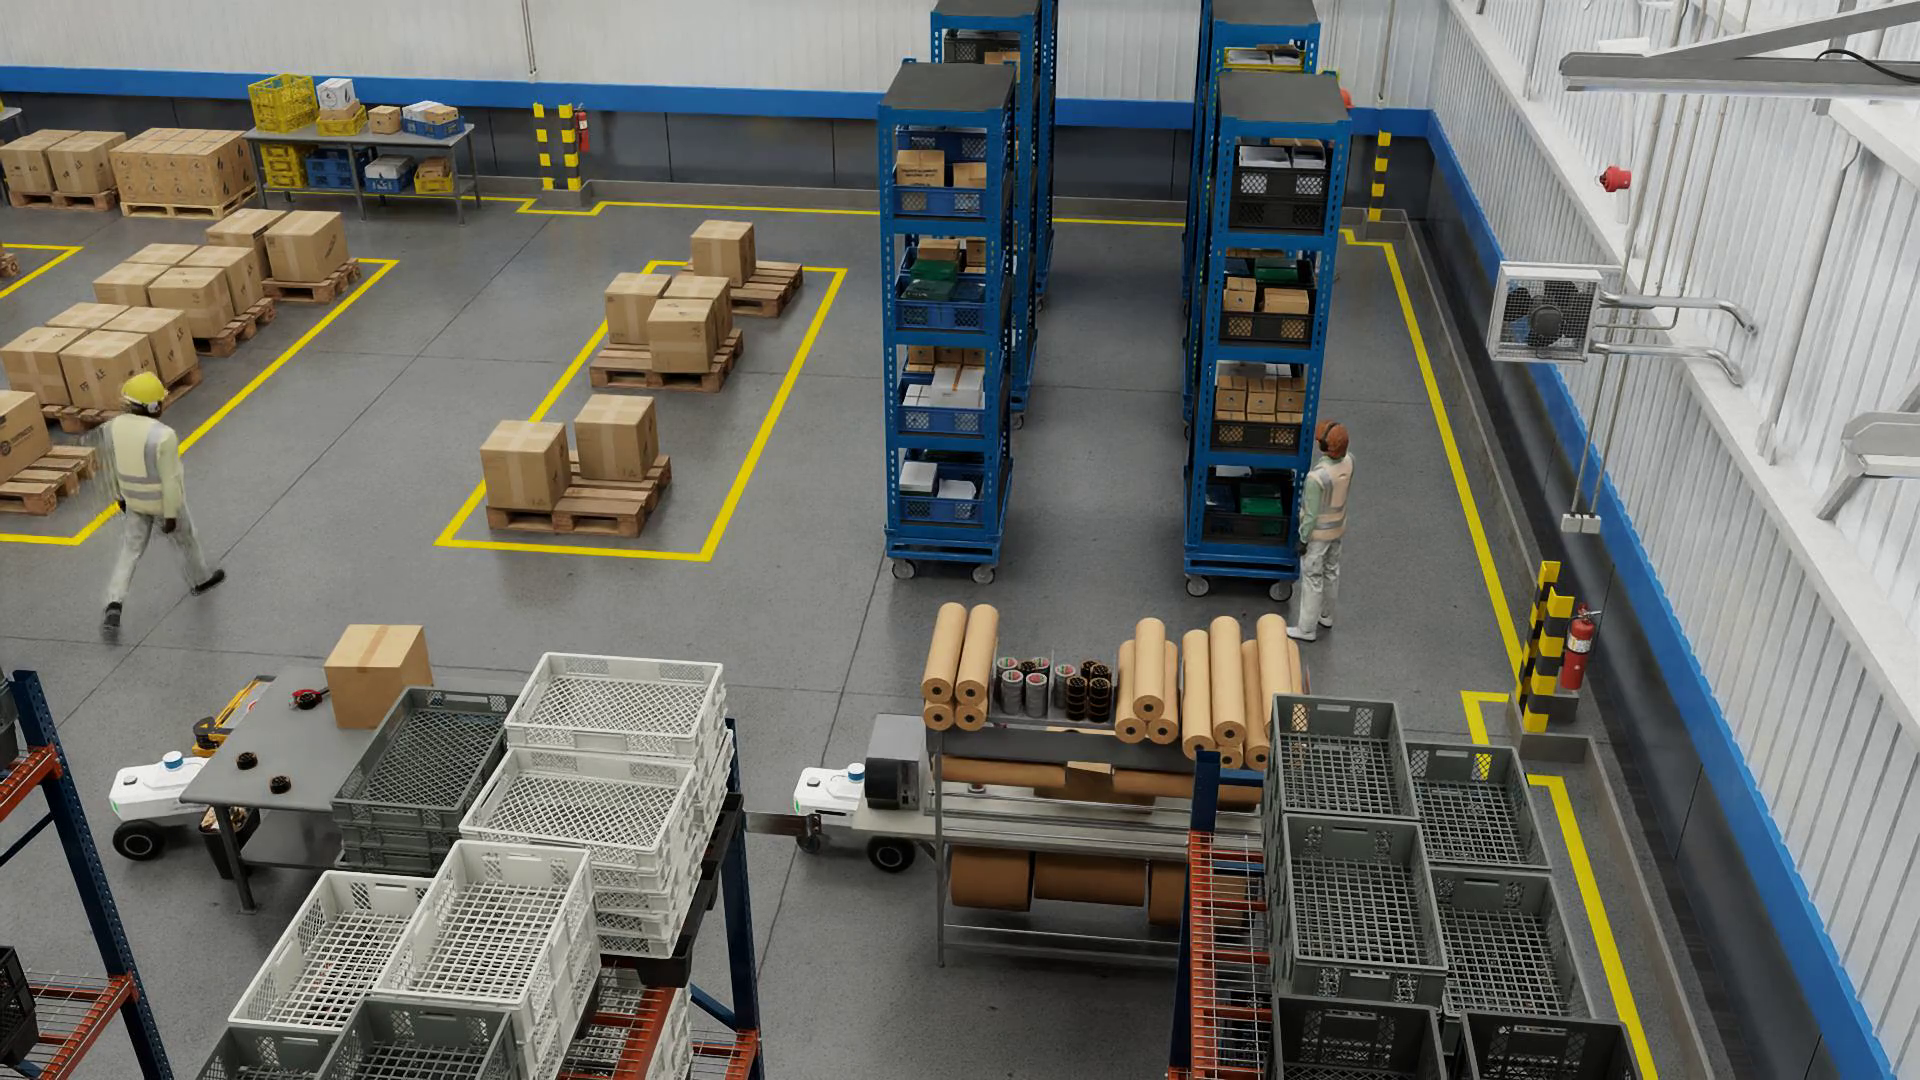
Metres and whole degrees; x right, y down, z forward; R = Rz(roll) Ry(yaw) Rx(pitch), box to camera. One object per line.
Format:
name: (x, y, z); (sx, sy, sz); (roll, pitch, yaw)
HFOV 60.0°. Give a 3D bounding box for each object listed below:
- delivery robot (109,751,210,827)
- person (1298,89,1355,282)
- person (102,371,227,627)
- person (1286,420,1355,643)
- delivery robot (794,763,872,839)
delivery robot: (-4.568, 1.461, 9.766); (0.707, 0.478, 0.477); (-6, 31, -10)
person: (3.803, -3.690, 17.287); (0.392, 1.991, 0.613); (-12, 32, -20)
person: (-5.716, -0.261, 11.614); (0.614, 1.784, 0.927); (8, 31, 14)
person: (2.477, -0.061, 11.399); (0.306, 1.639, 0.524); (25, 38, 36)
delivery robot: (-0.597, 1.517, 9.670); (0.707, 0.478, 0.477); (5, 31, 8)
